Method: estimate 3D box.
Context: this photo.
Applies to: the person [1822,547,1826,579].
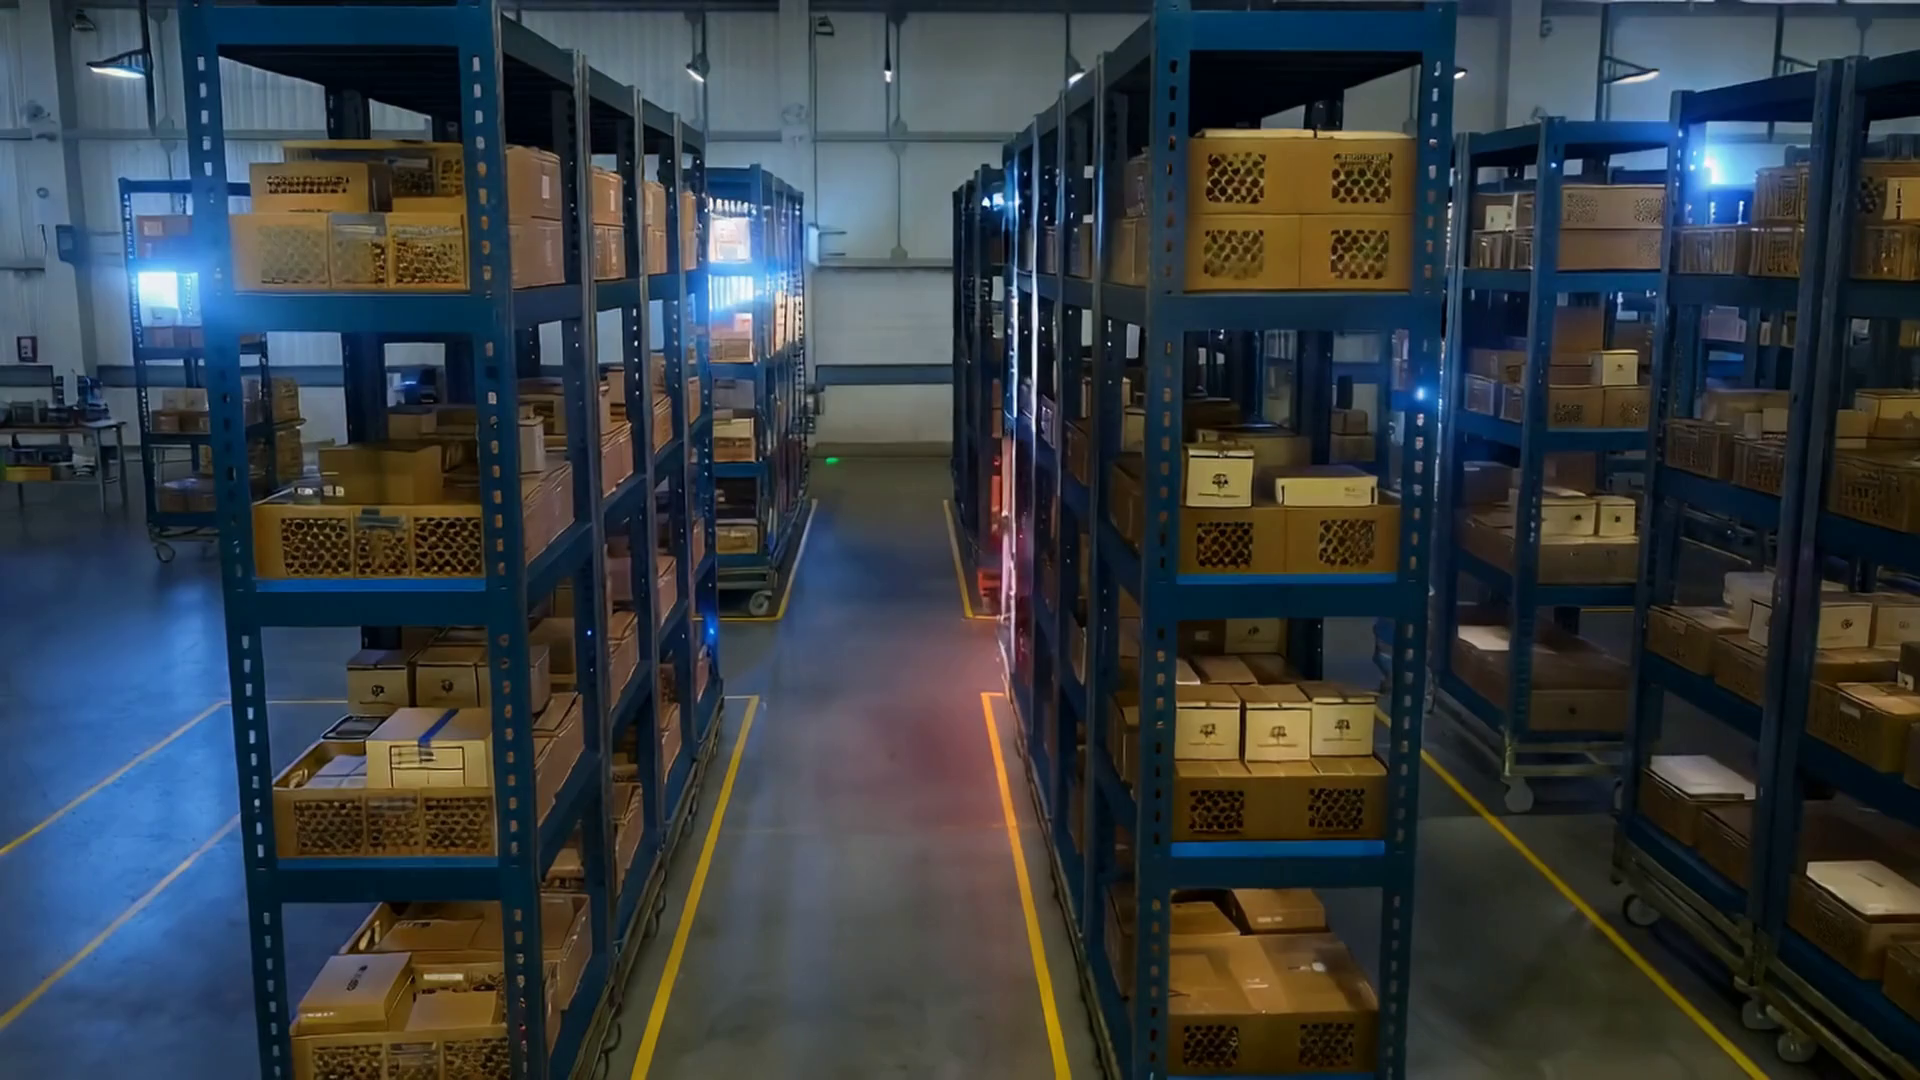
[{"bbox_3d":[6.318,-0.207,12.383,0.392,2.034,0.605,3,11,19],"label":"person"}]
